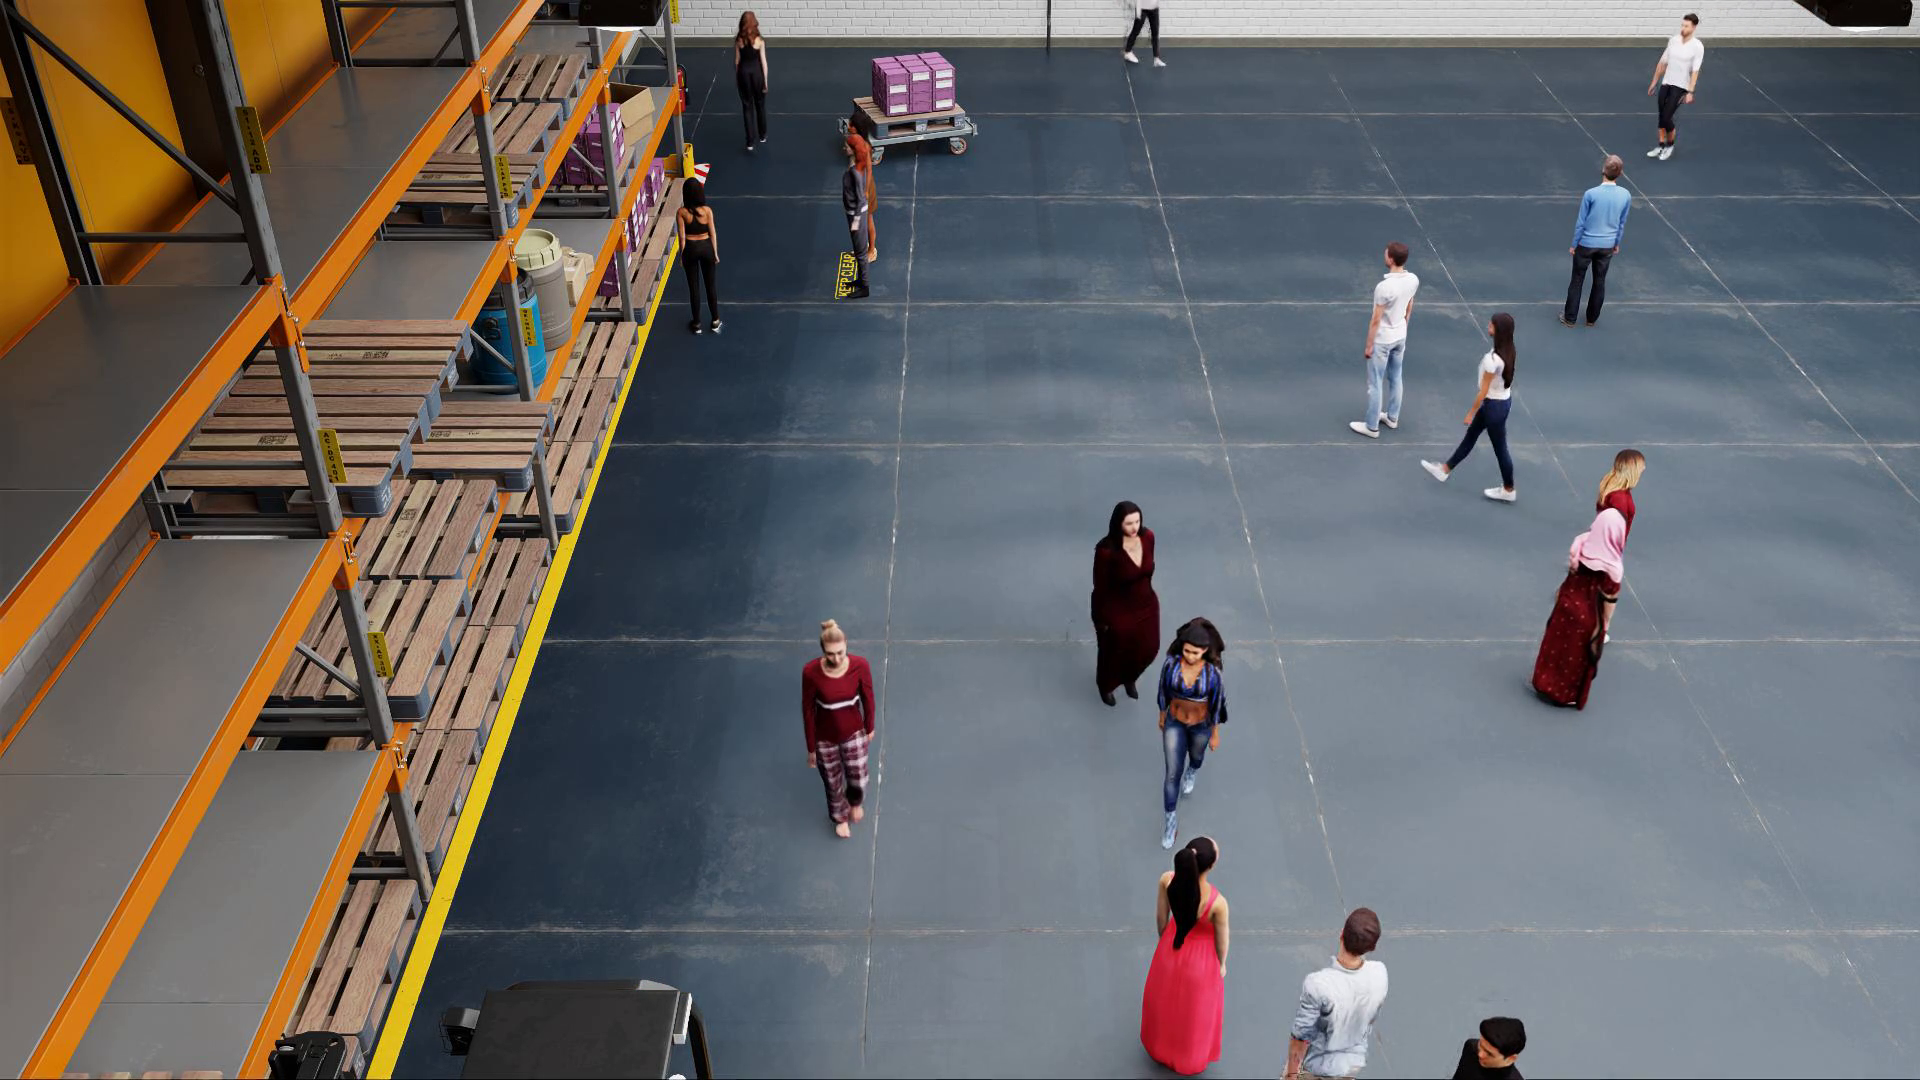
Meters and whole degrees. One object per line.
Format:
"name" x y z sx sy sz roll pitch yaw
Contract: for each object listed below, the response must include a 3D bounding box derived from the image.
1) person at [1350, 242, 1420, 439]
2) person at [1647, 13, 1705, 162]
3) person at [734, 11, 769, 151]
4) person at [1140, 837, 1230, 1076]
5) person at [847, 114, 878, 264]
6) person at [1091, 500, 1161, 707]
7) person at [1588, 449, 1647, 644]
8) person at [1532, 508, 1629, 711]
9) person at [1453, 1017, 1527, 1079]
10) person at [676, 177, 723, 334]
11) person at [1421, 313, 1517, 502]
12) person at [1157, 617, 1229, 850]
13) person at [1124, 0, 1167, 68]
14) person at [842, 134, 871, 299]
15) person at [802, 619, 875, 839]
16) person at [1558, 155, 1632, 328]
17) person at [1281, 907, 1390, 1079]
"person" 3.901 -1.823 15.116 0.723 1.849 0.752 -23 40 -30
"person" 9.093 -5.749 21.031 0.851 1.840 0.736 -16 37 -23
"person" -2.690 -5.890 21.331 0.634 1.743 0.834 -3 34 -5
"person" 1.246 2.273 9.063 0.713 1.727 0.743 21 39 28
"person" -1.085 -3.882 18.359 0.705 1.688 0.587 -15 37 -22
"person" 1.105 0.426 11.824 0.838 1.746 0.887 -18 38 -25
"person" 4.861 0.027 12.528 0.660 1.632 0.453 2 34 3
"person" 4.439 0.477 11.854 0.848 1.629 0.713 -12 36 -18
"person" 2.521 2.912 8.105 0.758 1.724 0.573 -9 35 -13
"person" -2.660 -2.900 16.921 0.590 1.644 0.552 -7 34 -11
"person" 4.625 -1.079 14.099 0.972 1.735 1.104 17 37 23
"person" 1.516 1.171 10.856 0.804 1.579 1.087 9 35 14
"person" 2.672 -7.730 24.172 1.007 1.662 1.128 -26 41 -33
"person" -1.091 -3.438 17.609 0.665 1.779 0.472 -4 34 -6
"person" -0.794 1.195 10.719 0.671 1.690 0.674 -6 34 -8
"person" 6.501 -3.048 16.986 0.641 1.820 0.547 0 34 0
"person" 1.857 2.672 8.390 0.794 1.808 0.723 -16 37 -23
